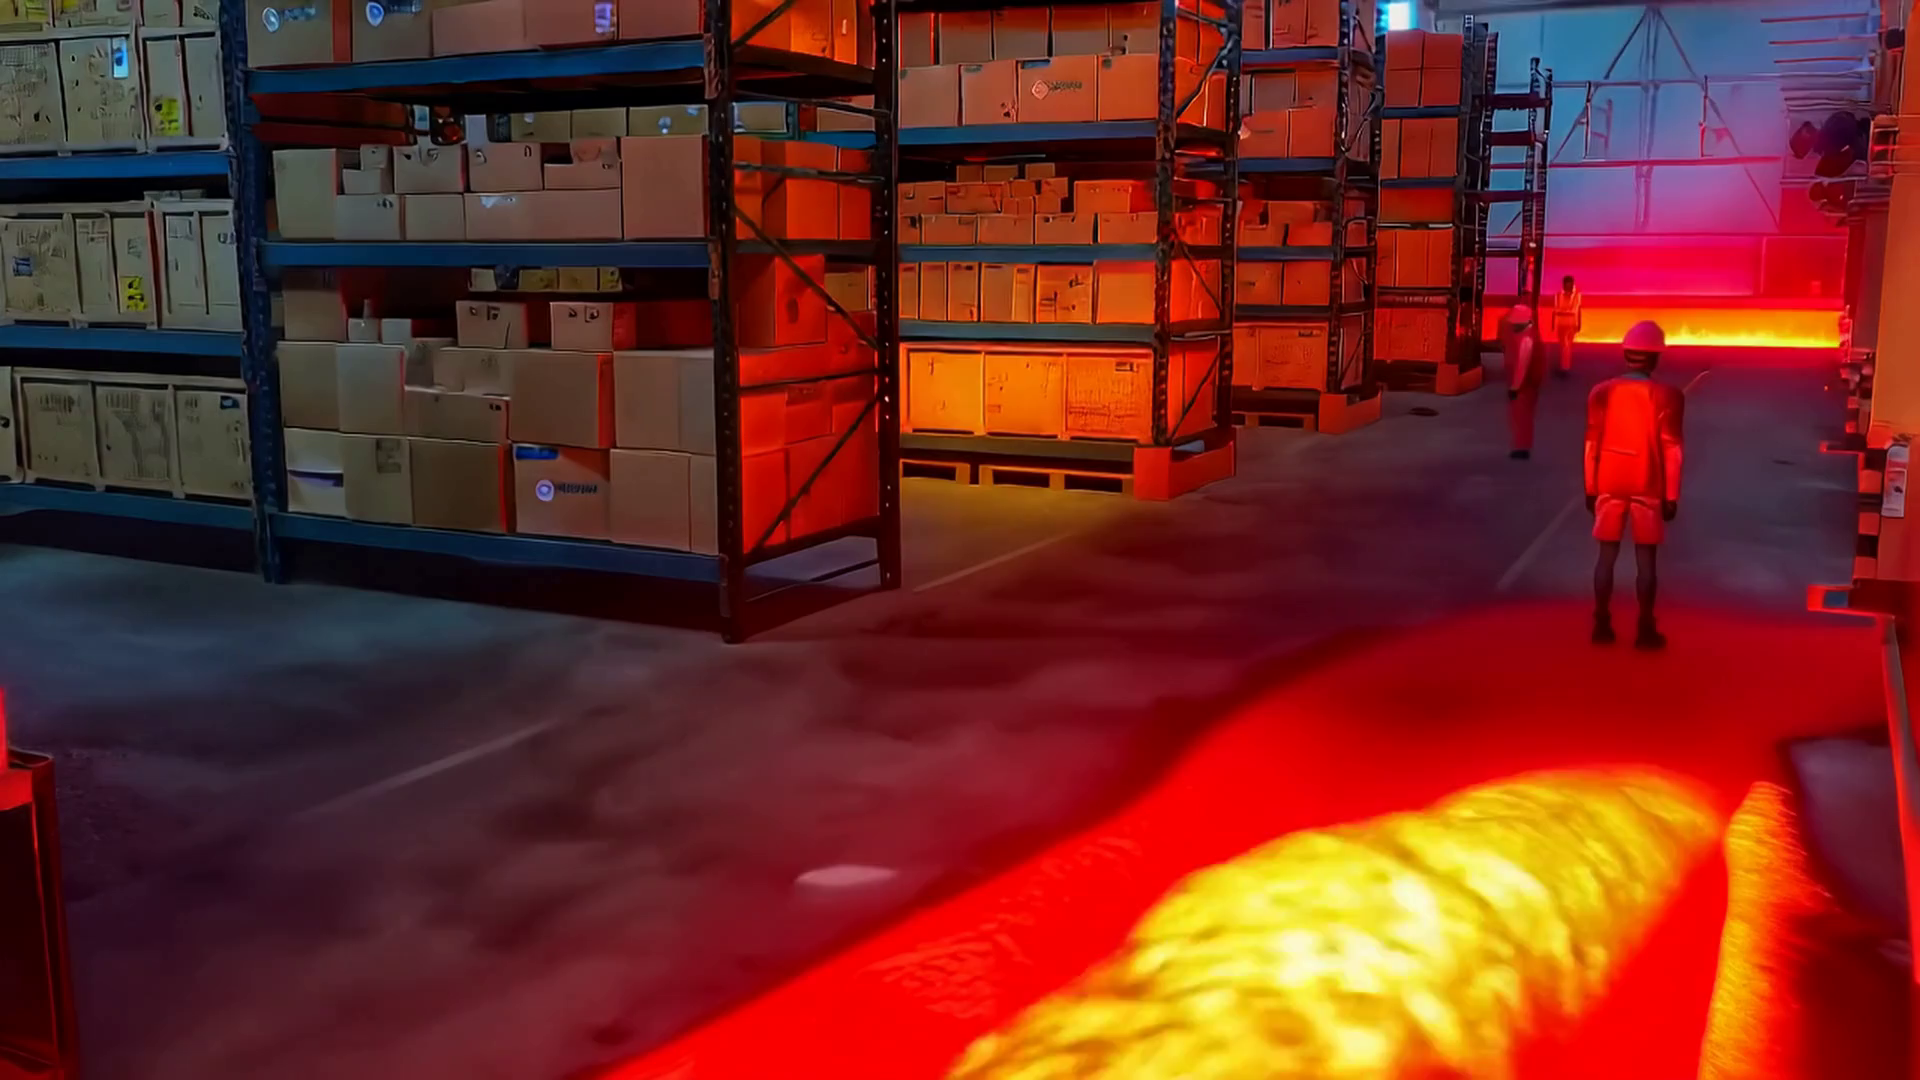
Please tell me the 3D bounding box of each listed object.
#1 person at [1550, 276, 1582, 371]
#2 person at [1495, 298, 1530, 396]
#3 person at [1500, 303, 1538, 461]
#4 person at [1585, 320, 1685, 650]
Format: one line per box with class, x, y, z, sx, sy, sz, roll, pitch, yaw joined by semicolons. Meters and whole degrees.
person;12.124;-4.340;33.273;0.560;1.881;1.014;4;11;24
person;9.112;-3.187;27.375;0.512;1.609;0.755;7;12;34
person;6.317;-1.791;18.832;0.406;1.783;0.706;2;10;13
person;3.978;-0.322;9.839;0.547;1.938;0.379;8;12;37
